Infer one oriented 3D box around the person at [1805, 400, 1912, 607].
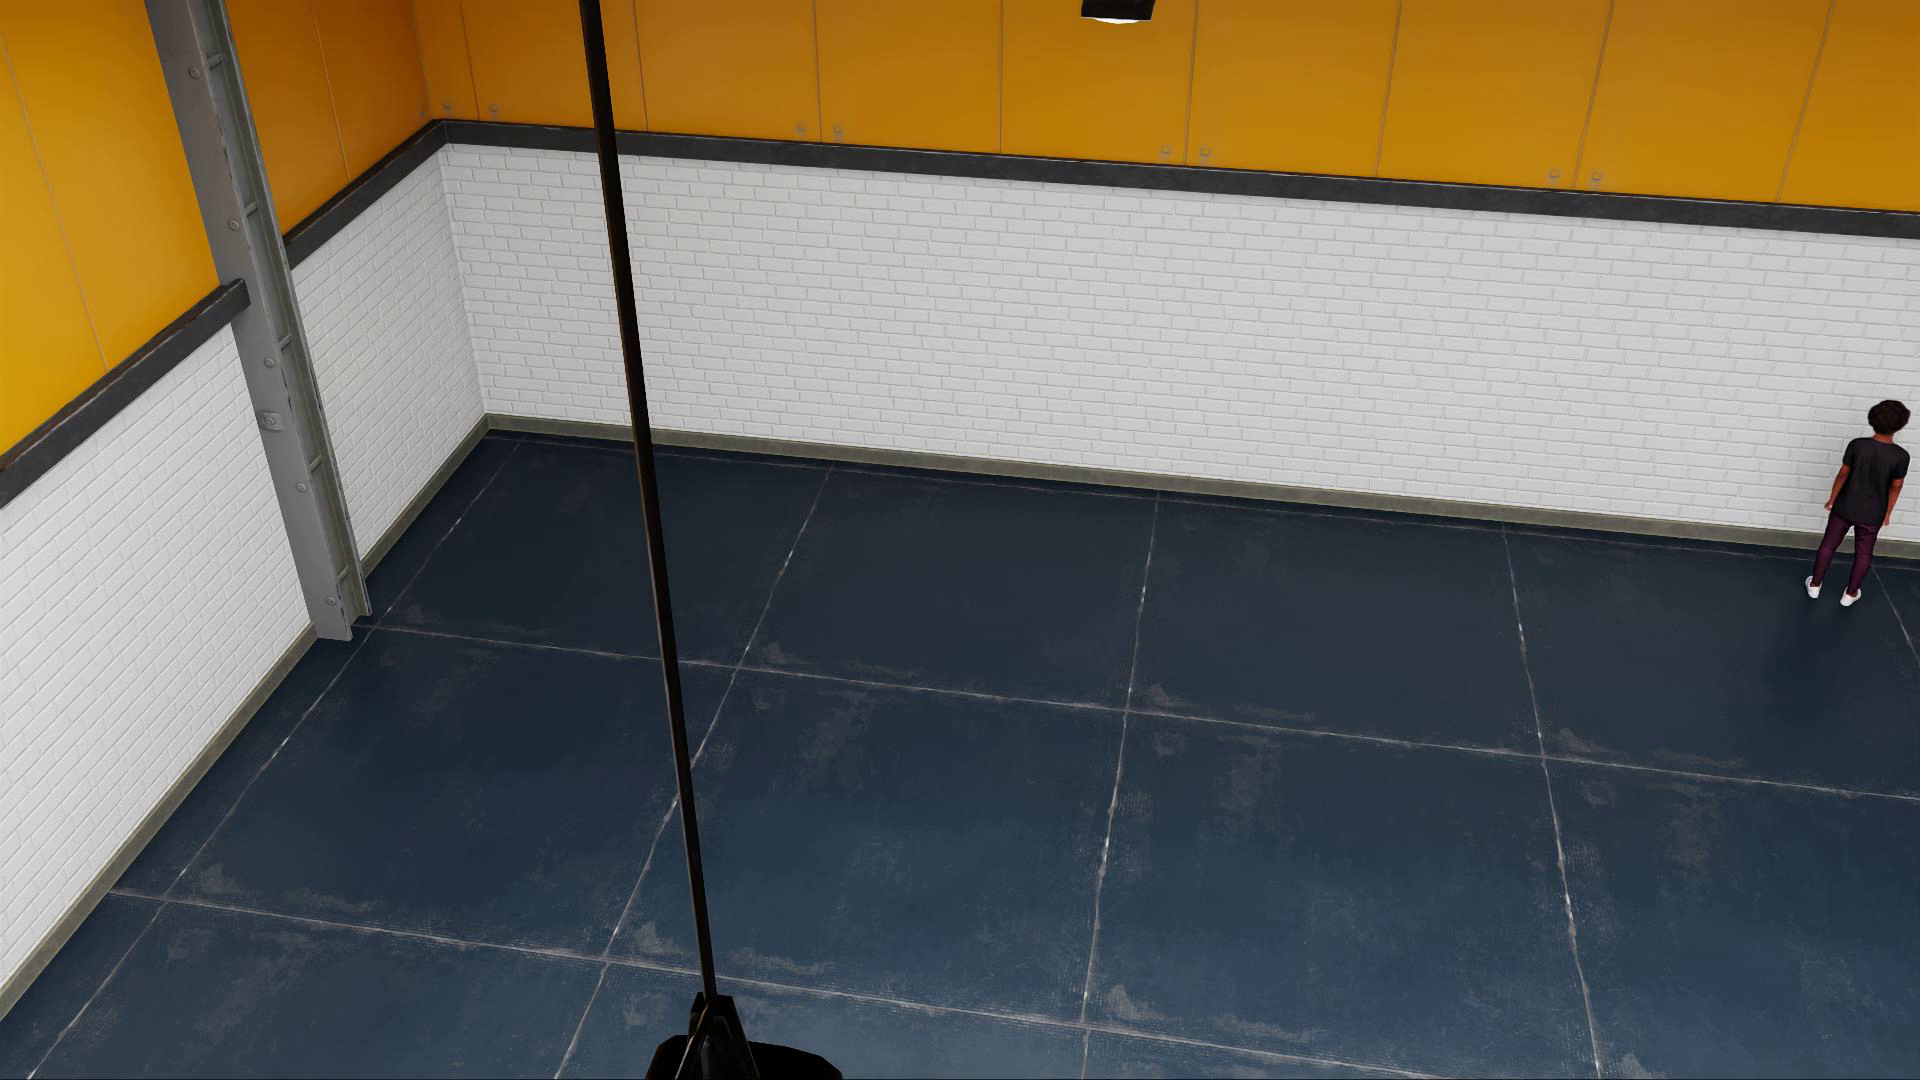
[{"bbox_3d":[7.120,-0.296,13.142,0.696,1.781,0.661,17,37,24],"label":"person"}]
